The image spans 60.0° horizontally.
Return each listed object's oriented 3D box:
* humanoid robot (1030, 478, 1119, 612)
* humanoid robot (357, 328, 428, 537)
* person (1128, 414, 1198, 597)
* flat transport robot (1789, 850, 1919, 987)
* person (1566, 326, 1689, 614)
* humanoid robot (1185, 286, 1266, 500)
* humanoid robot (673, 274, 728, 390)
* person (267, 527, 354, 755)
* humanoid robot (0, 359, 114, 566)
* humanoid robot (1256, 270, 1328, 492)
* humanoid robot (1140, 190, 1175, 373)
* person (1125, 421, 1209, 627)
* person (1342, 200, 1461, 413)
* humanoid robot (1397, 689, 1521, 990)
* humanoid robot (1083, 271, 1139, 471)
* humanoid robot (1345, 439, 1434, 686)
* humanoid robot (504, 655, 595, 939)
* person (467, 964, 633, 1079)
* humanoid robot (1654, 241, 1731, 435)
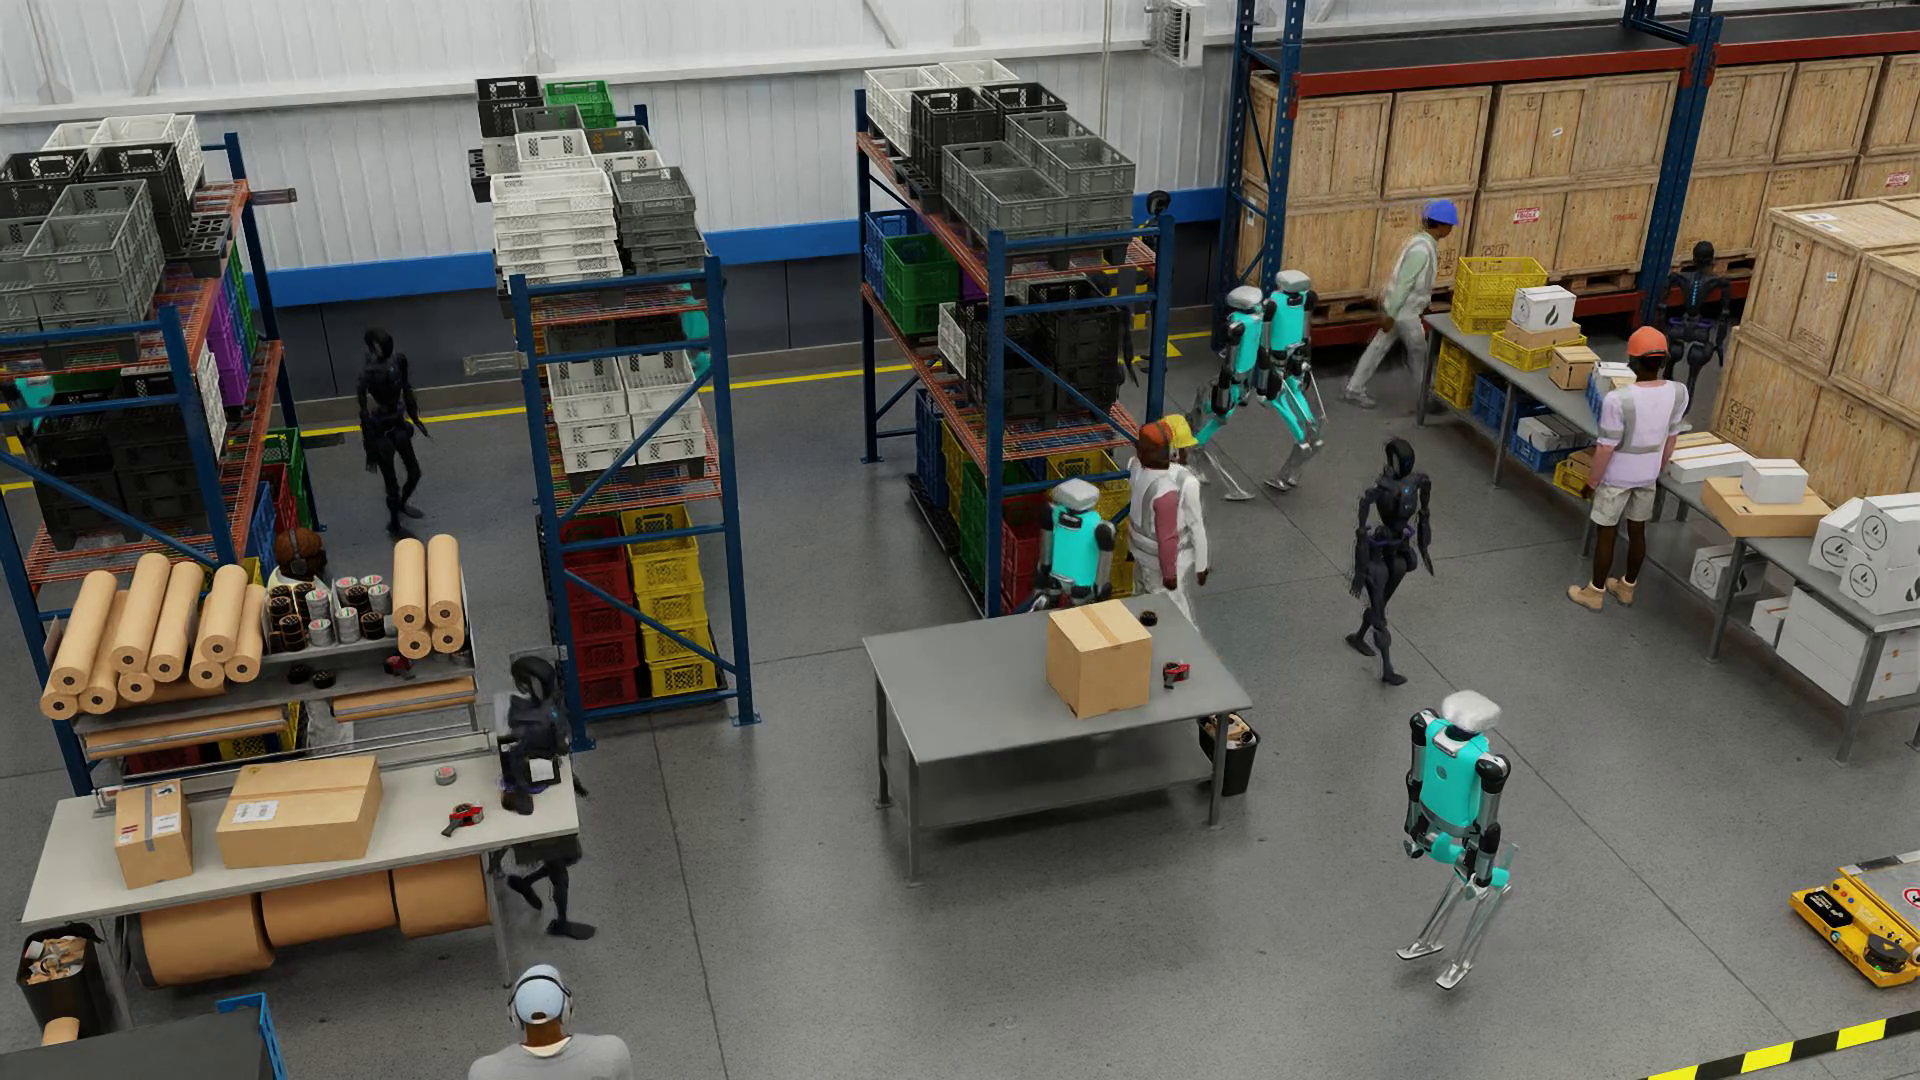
[{"bbox_3d":[0.462,0.579,9.610,0.553,1.755,0.995,24,37,36],"label":"humanoid robot"},{"bbox_3d":[-4.183,-0.814,12.187,0.418,1.637,0.604,10,30,17],"label":"humanoid robot"},{"bbox_3d":[1.258,0.059,10.440,0.403,1.825,0.592,-4,29,-8],"label":"person"},{"bbox_3d":[5.163,1.916,8.676,1.431,0.231,0.659,-8,30,-14],"label":"flat transport robot"},{"bbox_3d":[4.466,-0.457,11.164,0.604,2.033,0.393,-7,30,-12],"label":"person"},{"bbox_3d":[1.928,-1.136,12.726,0.888,1.770,0.577,17,33,29],"label":"humanoid robot"},{"bbox_3d":[-2.255,-1.452,13.349,0.905,1.828,0.563,21,35,33],"label":"humanoid robot"},{"bbox_3d":[-3.486,0.756,9.154,0.429,1.844,0.625,-17,33,-28],"label":"person"},{"bbox_3d":[-6.279,-0.588,11.804,0.538,1.882,0.730,-8,30,-14],"label":"humanoid robot"},{"bbox_3d":[2.594,-1.154,12.679,0.534,1.748,0.701,-18,34,-30],"label":"humanoid robot"},{"bbox_3d":[1.756,-2.321,14.908,0.315,1.655,0.599,5,29,8],"label":"humanoid robot"},{"bbox_3d":[1.205,0.094,10.384,1.005,1.819,0.587,-19,34,-30],"label":"person"},{"bbox_3d":[3.828,-1.962,14.072,1.055,1.853,0.615,6,29,10],"label":"person"},{"bbox_3d":[2.475,1.389,7.974,0.735,1.673,0.533,-17,33,-28],"label":"humanoid robot"},{"bbox_3d":[1.102,-1.387,13.247,0.608,1.635,0.613,-12,31,-21],"label":"humanoid robot"},{"bbox_3d":[2.751,0.120,10.510,0.597,1.635,0.748,-13,31,-22],"label":"humanoid robot"},{"bbox_3d":[-2.140,1.292,8.348,0.502,1.637,0.611,5,29,9],"label":"humanoid robot"},{"bbox_3d":[-1.489,2.328,6.281,0.597,1.850,0.395,-8,30,-14],"label":"person"},{"bbox_3d":[6.050,-1.688,13.787,0.589,1.629,0.676,13,31,22],"label":"humanoid robot"}]
